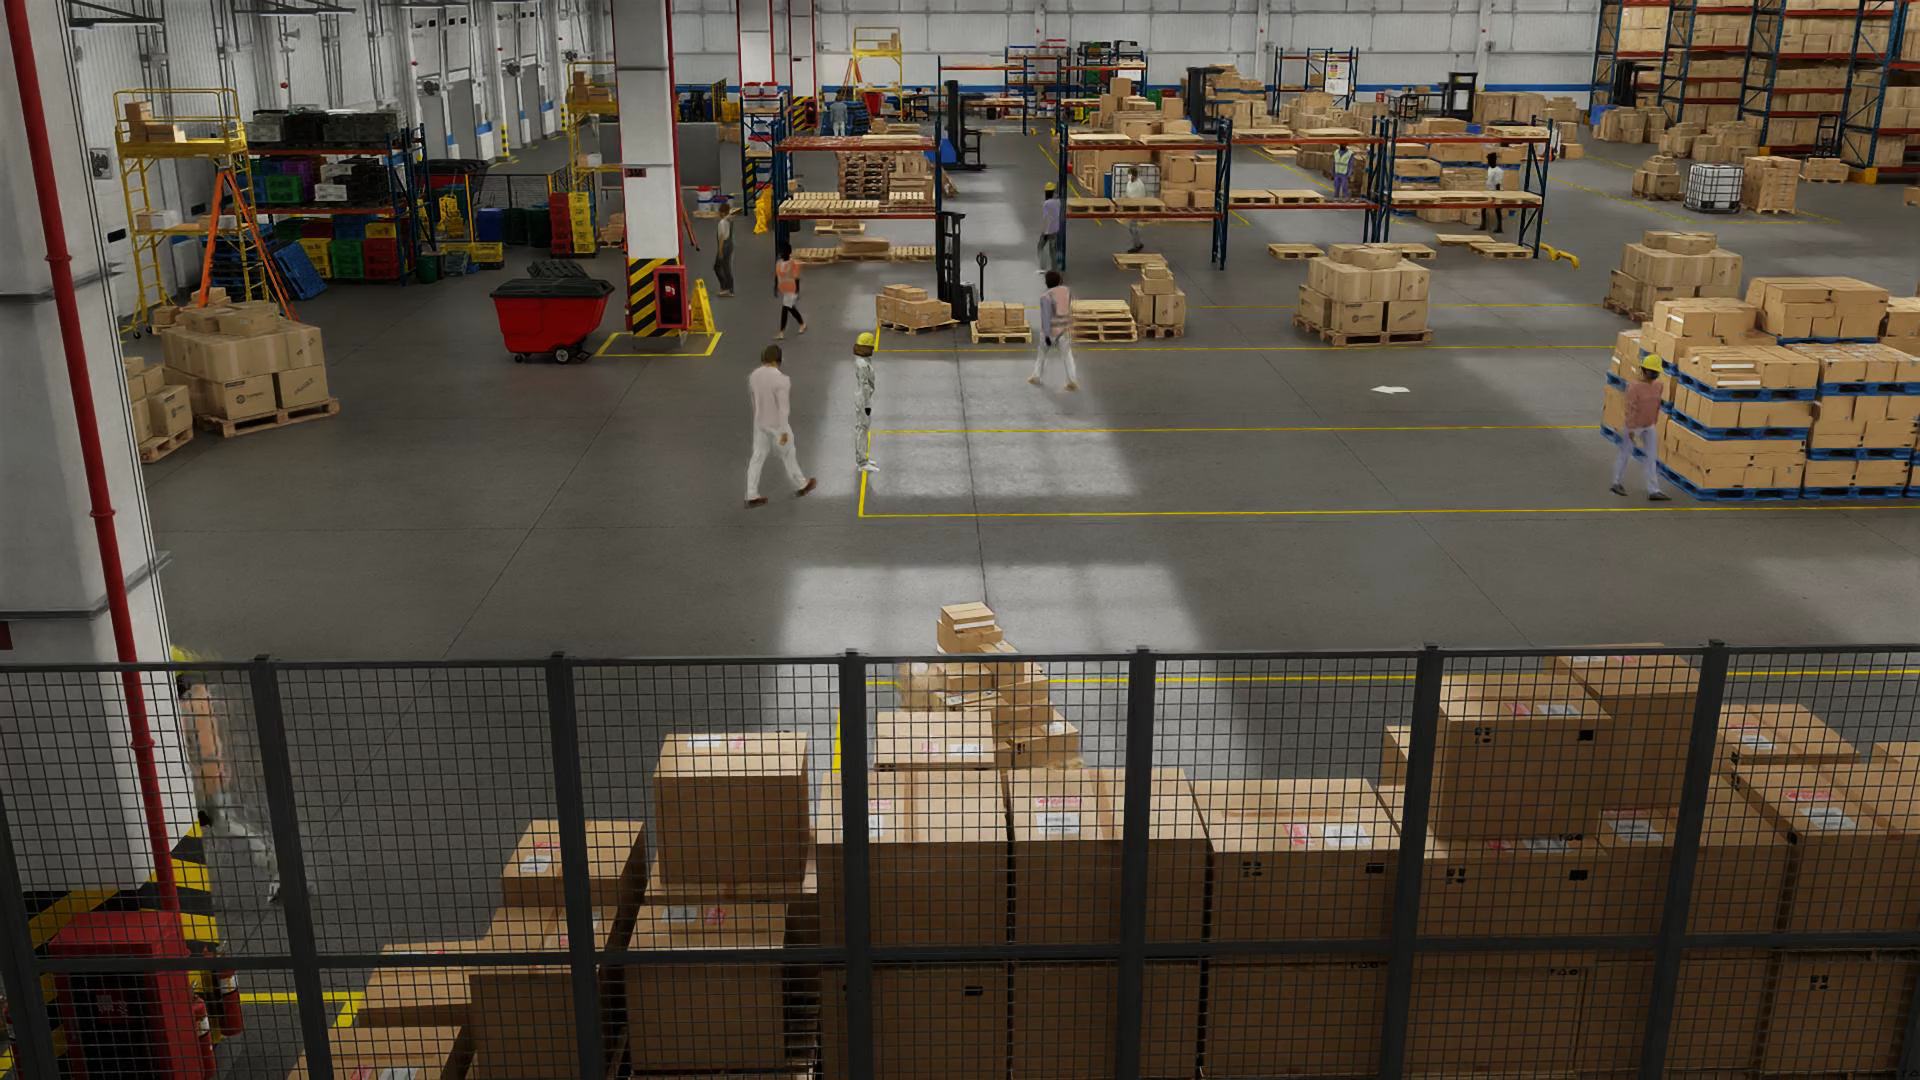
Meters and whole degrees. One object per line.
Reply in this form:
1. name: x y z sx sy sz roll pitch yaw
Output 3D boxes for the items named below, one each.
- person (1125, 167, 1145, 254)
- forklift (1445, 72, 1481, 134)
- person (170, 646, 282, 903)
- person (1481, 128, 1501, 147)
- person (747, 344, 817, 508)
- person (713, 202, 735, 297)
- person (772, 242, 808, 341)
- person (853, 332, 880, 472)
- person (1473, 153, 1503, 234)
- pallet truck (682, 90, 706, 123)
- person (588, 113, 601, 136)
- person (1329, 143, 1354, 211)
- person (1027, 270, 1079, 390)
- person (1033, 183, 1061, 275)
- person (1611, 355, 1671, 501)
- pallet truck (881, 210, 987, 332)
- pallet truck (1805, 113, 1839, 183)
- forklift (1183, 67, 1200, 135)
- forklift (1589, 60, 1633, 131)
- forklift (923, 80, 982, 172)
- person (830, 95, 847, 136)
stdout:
1. person: 3.869 -7.359 37.171 0.440 1.923 0.660 -8 20 -21
2. forklift: 17.453 -14.903 58.082 1.129 2.768 1.873 -1 19 -1
3. person: -4.893 1.555 10.785 0.870 1.897 0.589 0 19 0
4. person: 15.185 -10.866 47.615 0.575 1.894 0.964 1 19 4
5. person: -2.160 -1.353 19.427 0.639 1.885 1.002 13 23 34
6. person: -4.535 -5.586 32.108 0.404 1.801 0.622 5 19 16
7. person: -2.923 -4.287 28.473 0.538 1.658 0.862 17 25 42
8. person: -1.174 -1.729 20.754 0.299 1.743 0.486 -3 19 -8
9. person: 12.797 -8.352 40.109 0.849 1.916 0.757 -3 19 -9
10. pallet truck: -9.671 -15.907 62.421 0.823 1.965 1.885 5 19 15
11. person: -14.309 -16.617 65.112 0.521 1.613 0.602 -3 19 -9
12. person: 10.139 -9.706 44.148 0.593 1.919 0.392 16 24 39
13. person: 1.427 -3.144 24.887 0.617 1.798 0.980 -15 23 -37
14. person: 1.804 -6.431 34.464 0.674 1.890 0.605 13 23 35
15. person: 8.043 -1.308 19.521 0.538 1.736 0.769 -5 19 -16
16. pallet truck: -0.493 -4.759 29.349 1.885 1.965 0.823 -13 23 -34
17. pallet truck: 26.403 -11.957 50.702 0.823 1.965 1.885 6 19 16
18. forklift: 8.517 -15.885 60.997 1.873 2.768 1.129 -1 19 -1
19. forklift: 26.302 -17.662 66.266 1.873 2.768 1.129 0 19 -1
20. forklift: -0.248 -13.248 53.171 1.873 2.768 1.129 -1 19 -1
21. person: -4.378 -15.092 60.094 0.635 1.938 0.360 -5 19 -13
